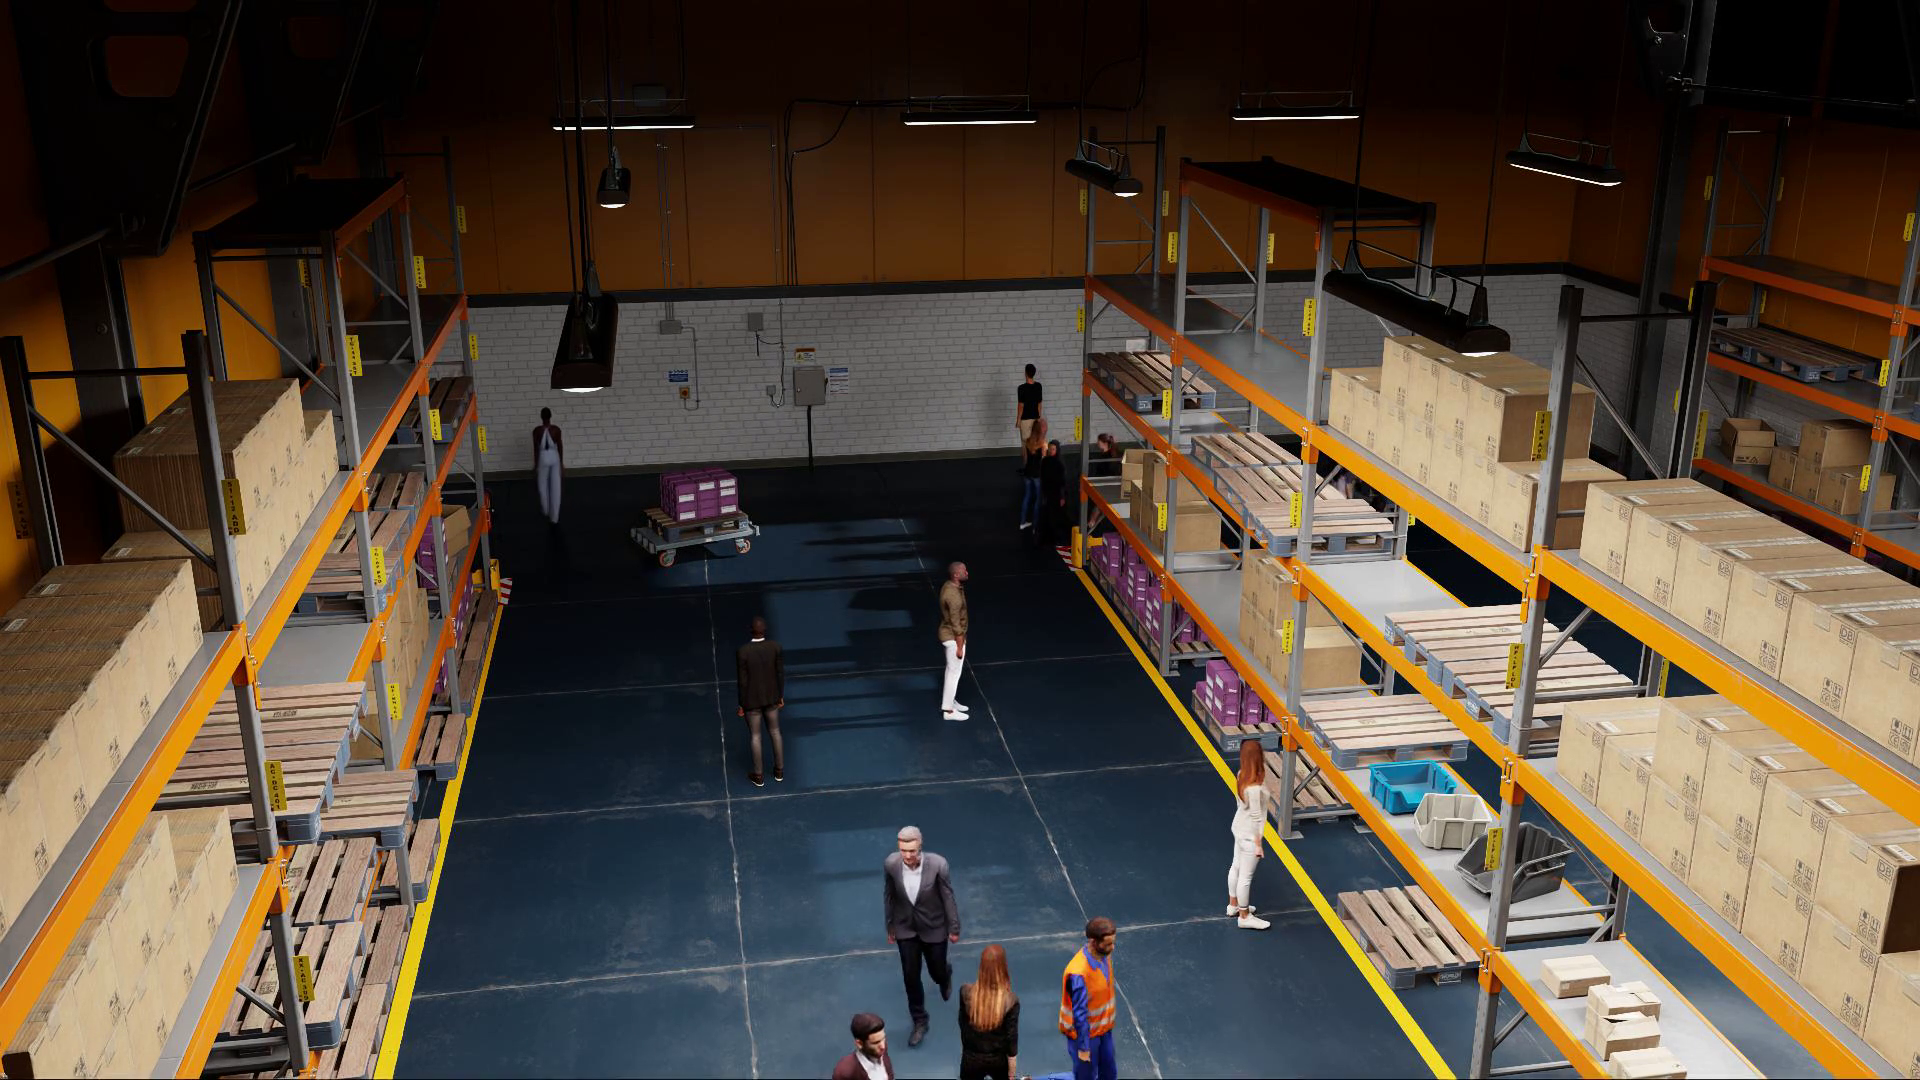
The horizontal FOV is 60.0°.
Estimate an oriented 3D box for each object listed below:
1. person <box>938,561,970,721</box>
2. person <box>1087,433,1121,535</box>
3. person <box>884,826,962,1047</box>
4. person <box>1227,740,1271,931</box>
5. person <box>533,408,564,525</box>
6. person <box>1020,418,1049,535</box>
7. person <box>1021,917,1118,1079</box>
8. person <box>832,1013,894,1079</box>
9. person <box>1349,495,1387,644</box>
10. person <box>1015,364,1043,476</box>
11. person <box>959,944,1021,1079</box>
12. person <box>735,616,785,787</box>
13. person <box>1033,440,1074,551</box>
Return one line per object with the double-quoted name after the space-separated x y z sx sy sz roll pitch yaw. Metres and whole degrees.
-0.069 1.093 18.346 0.770 1.816 0.517 -2 19 -7 "person"
2.244 -0.792 24.419 1.048 1.512 1.011 11 21 29 "person"
-0.283 2.958 12.809 0.972 1.815 1.089 2 19 7 "person"
2.464 2.514 14.283 0.649 1.715 0.487 -3 19 -7 "person"
-6.130 -1.084 24.884 0.693 1.768 0.779 -8 20 -21 "person"
1.088 -0.949 24.572 0.665 1.712 0.741 16 24 39 "person"
0.805 3.390 11.504 1.112 1.828 1.072 9 21 26 "person"
-0.658 3.734 10.463 1.099 1.841 1.038 13 22 33 "person"
5.076 0.352 20.468 0.679 1.865 0.553 -4 19 -12 "person"
1.158 -1.992 27.438 0.701 1.859 0.654 -11 21 -29 "person"
0.138 3.582 11.189 0.920 1.665 1.203 4 19 13 "person"
-2.003 1.616 16.816 0.715 1.799 0.665 -9 21 -25 "person"
1.389 -0.674 23.950 1.060 1.586 1.121 13 22 33 "person"
